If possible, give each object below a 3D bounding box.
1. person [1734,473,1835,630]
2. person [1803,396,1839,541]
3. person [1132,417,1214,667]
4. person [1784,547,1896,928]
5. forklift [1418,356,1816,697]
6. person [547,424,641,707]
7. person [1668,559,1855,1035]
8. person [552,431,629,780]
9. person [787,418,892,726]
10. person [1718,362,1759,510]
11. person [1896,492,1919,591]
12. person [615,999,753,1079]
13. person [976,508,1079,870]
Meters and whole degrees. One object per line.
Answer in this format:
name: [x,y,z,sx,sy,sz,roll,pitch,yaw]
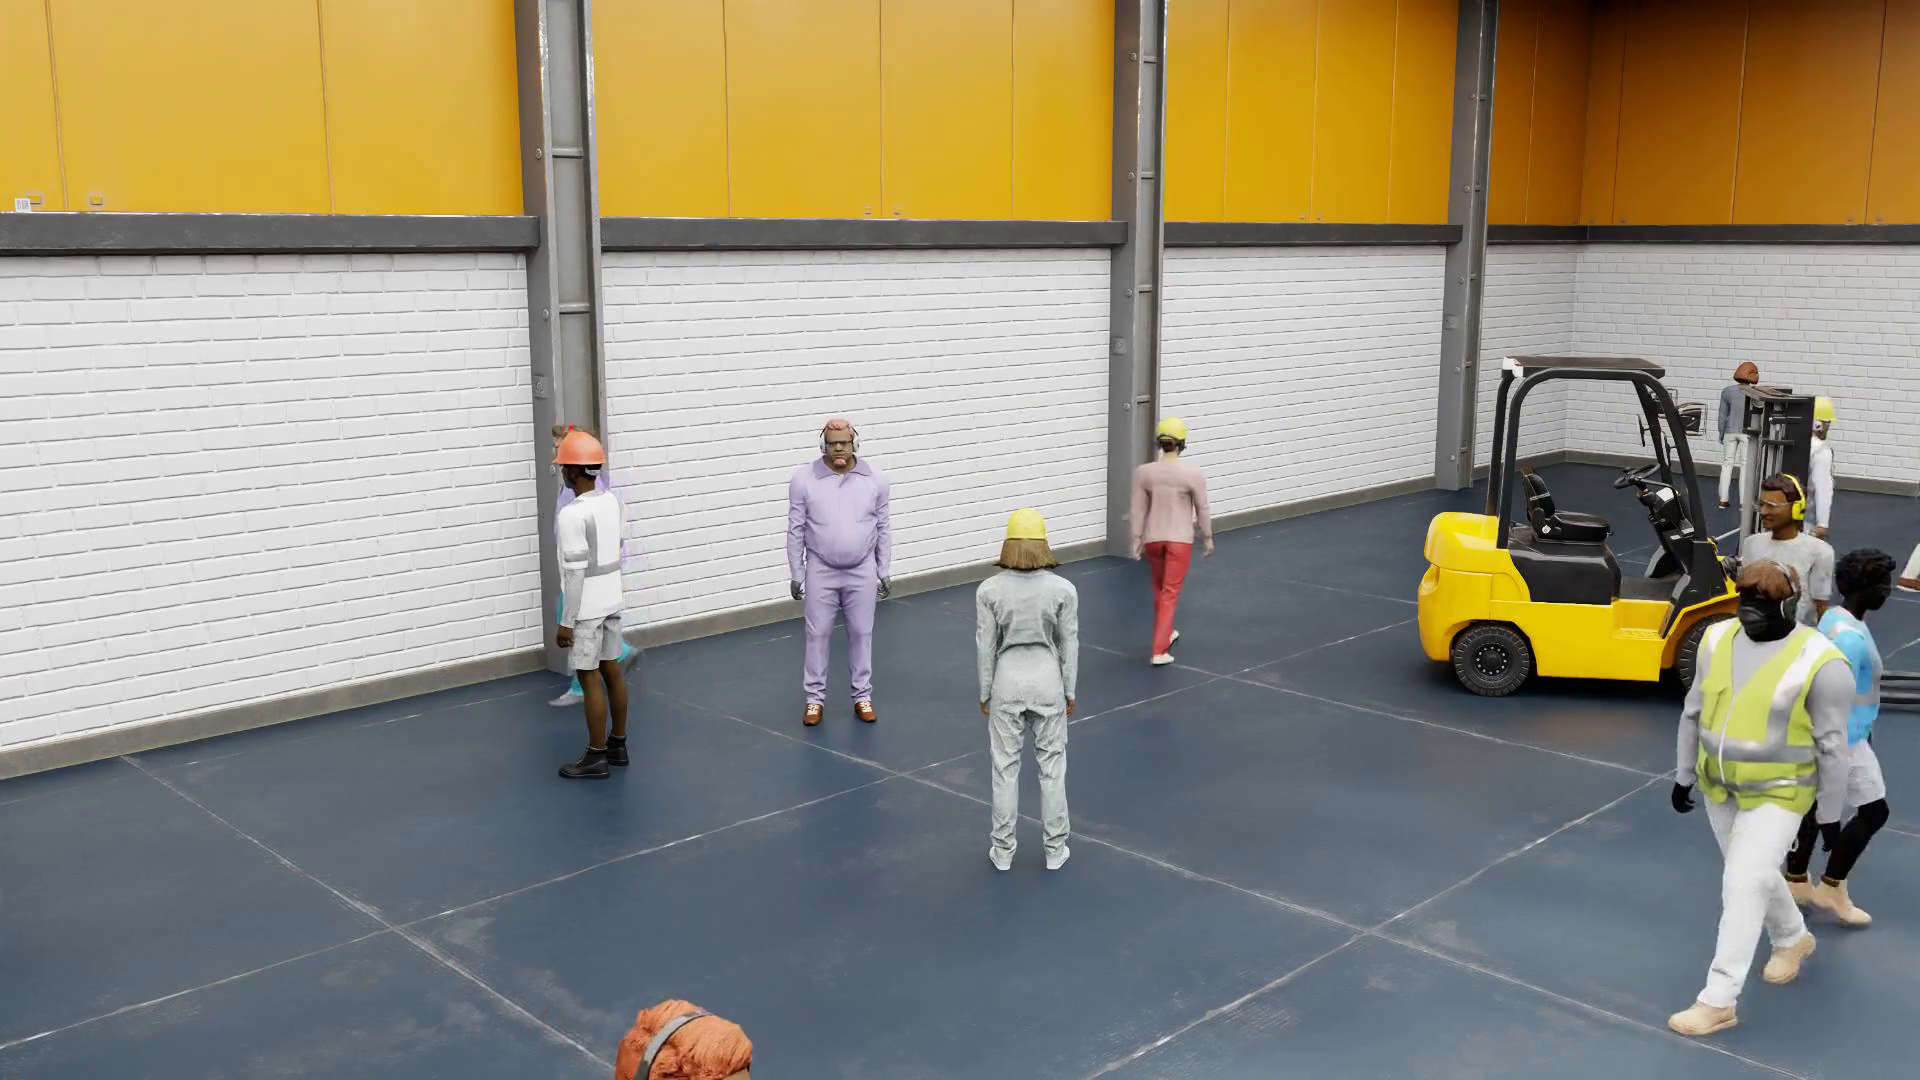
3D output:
person: [4.026,0.588,8.224,0.406,1.858,0.554,-5,11,-25]
person: [6.405,-0.213,12.791,0.811,1.801,0.610,-2,11,-9]
person: [1.533,-0.005,11.821,0.533,1.734,0.836,6,12,31]
person: [3.893,0.857,7.272,0.482,1.674,0.534,3,11,17]
forklift: [4.276,-0.101,11.076,2.313,2.155,1.214,2,11,13]
person: [-2.386,0.161,10.651,0.525,1.831,0.565,-4,11,-20]
person: [3.125,0.947,6.454,0.934,1.806,0.639,-5,12,-26]
person: [-2.067,0.364,9.235,0.361,1.939,0.543,4,11,18]
person: [-0.733,0.197,10.236,0.651,1.906,0.402,-2,11,-10]
person: [8.593,-1.144,18.292,0.280,1.631,0.507,-8,13,-38]
person: [8.424,-0.455,14.052,0.995,1.813,0.538,-1,10,-5]
person: [-0.333,1.627,2.579,0.854,1.849,0.612,7,13,34]
person: [0.318,0.711,7.896,0.485,1.739,0.304,0,10,1]
